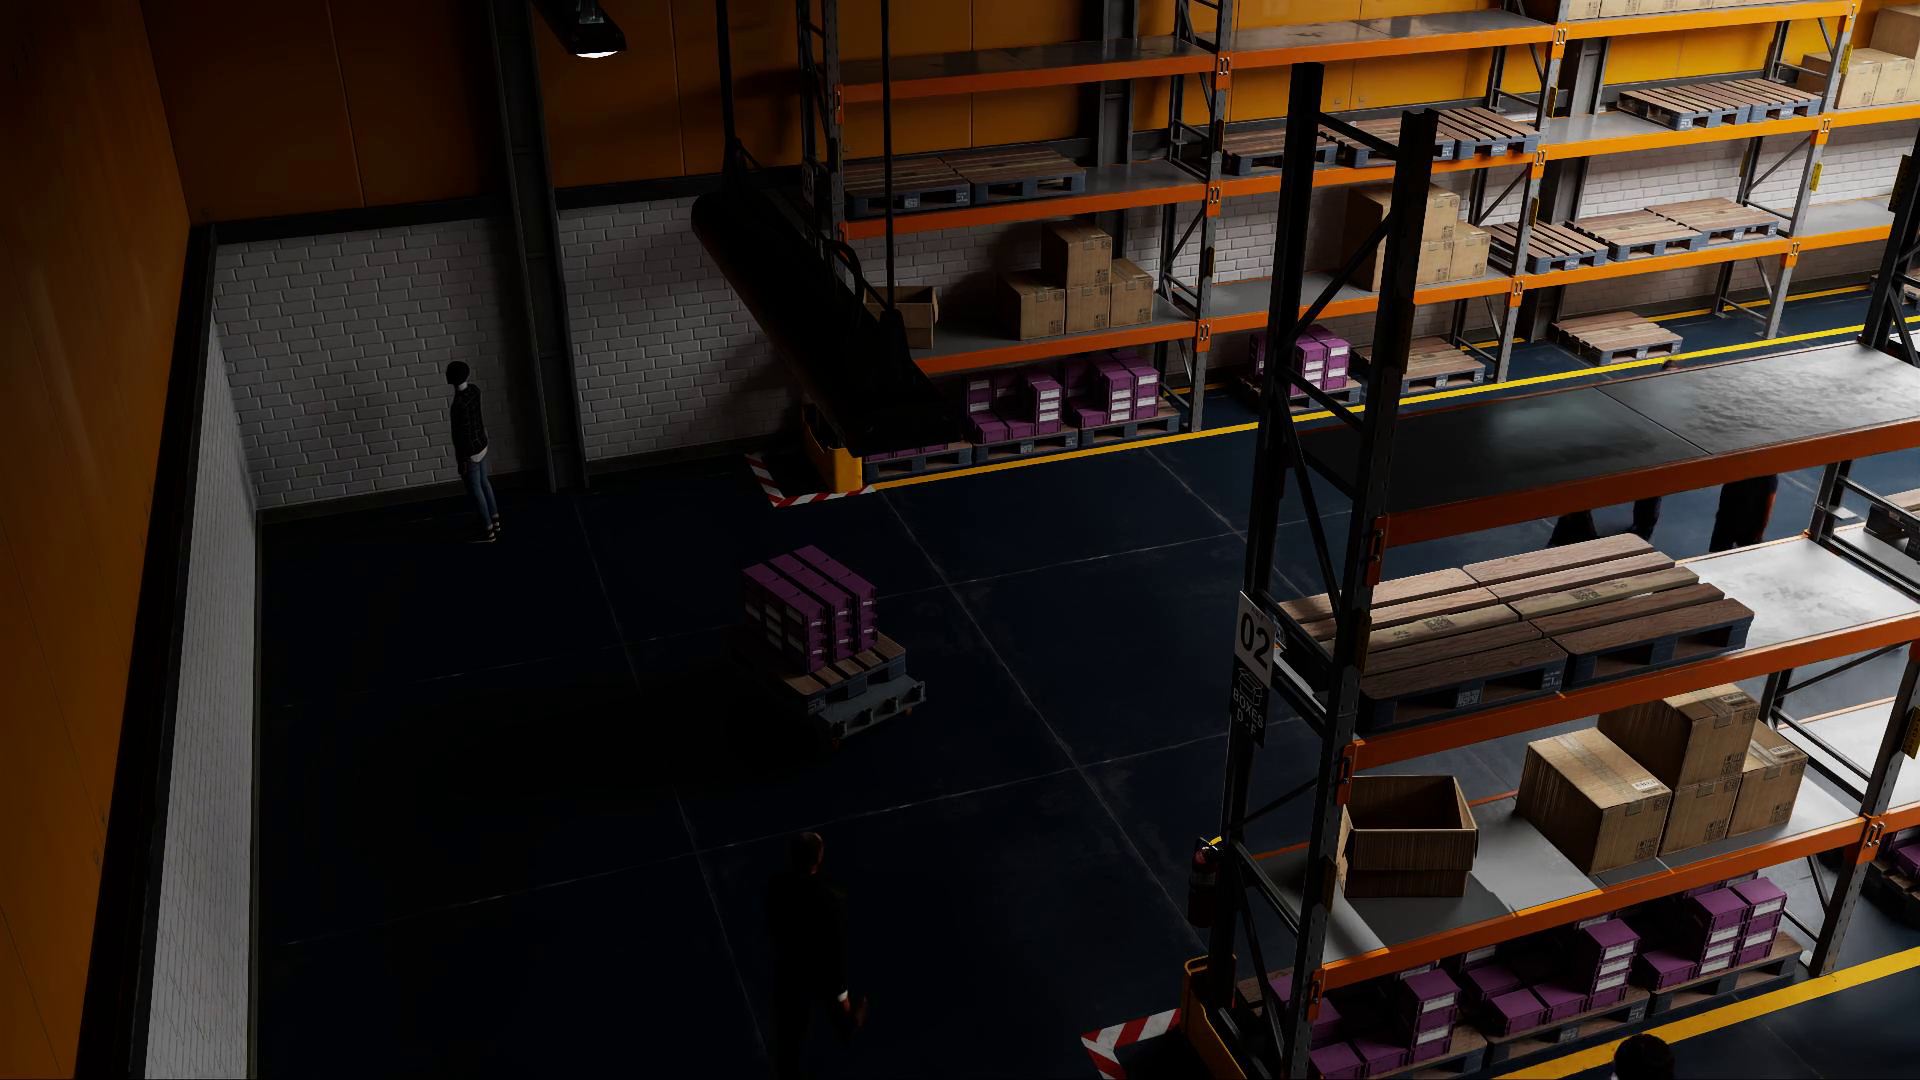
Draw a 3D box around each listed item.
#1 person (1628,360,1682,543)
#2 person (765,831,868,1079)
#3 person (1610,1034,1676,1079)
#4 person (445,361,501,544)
[{"bbox_3d":[6.650,-0.873,15.843,1.046,1.823,1.150,20,35,33],"label":"person"},{"bbox_3d":[-0.909,2.543,9.552,1.298,1.850,1.291,9,30,17],"label":"person"},{"bbox_3d":[3.264,3.192,8.526,1.020,1.693,0.819,2,29,4],"label":"person"},{"bbox_3d":[-4.634,-0.850,15.803,0.696,1.820,0.744,1,29,3],"label":"person"}]
